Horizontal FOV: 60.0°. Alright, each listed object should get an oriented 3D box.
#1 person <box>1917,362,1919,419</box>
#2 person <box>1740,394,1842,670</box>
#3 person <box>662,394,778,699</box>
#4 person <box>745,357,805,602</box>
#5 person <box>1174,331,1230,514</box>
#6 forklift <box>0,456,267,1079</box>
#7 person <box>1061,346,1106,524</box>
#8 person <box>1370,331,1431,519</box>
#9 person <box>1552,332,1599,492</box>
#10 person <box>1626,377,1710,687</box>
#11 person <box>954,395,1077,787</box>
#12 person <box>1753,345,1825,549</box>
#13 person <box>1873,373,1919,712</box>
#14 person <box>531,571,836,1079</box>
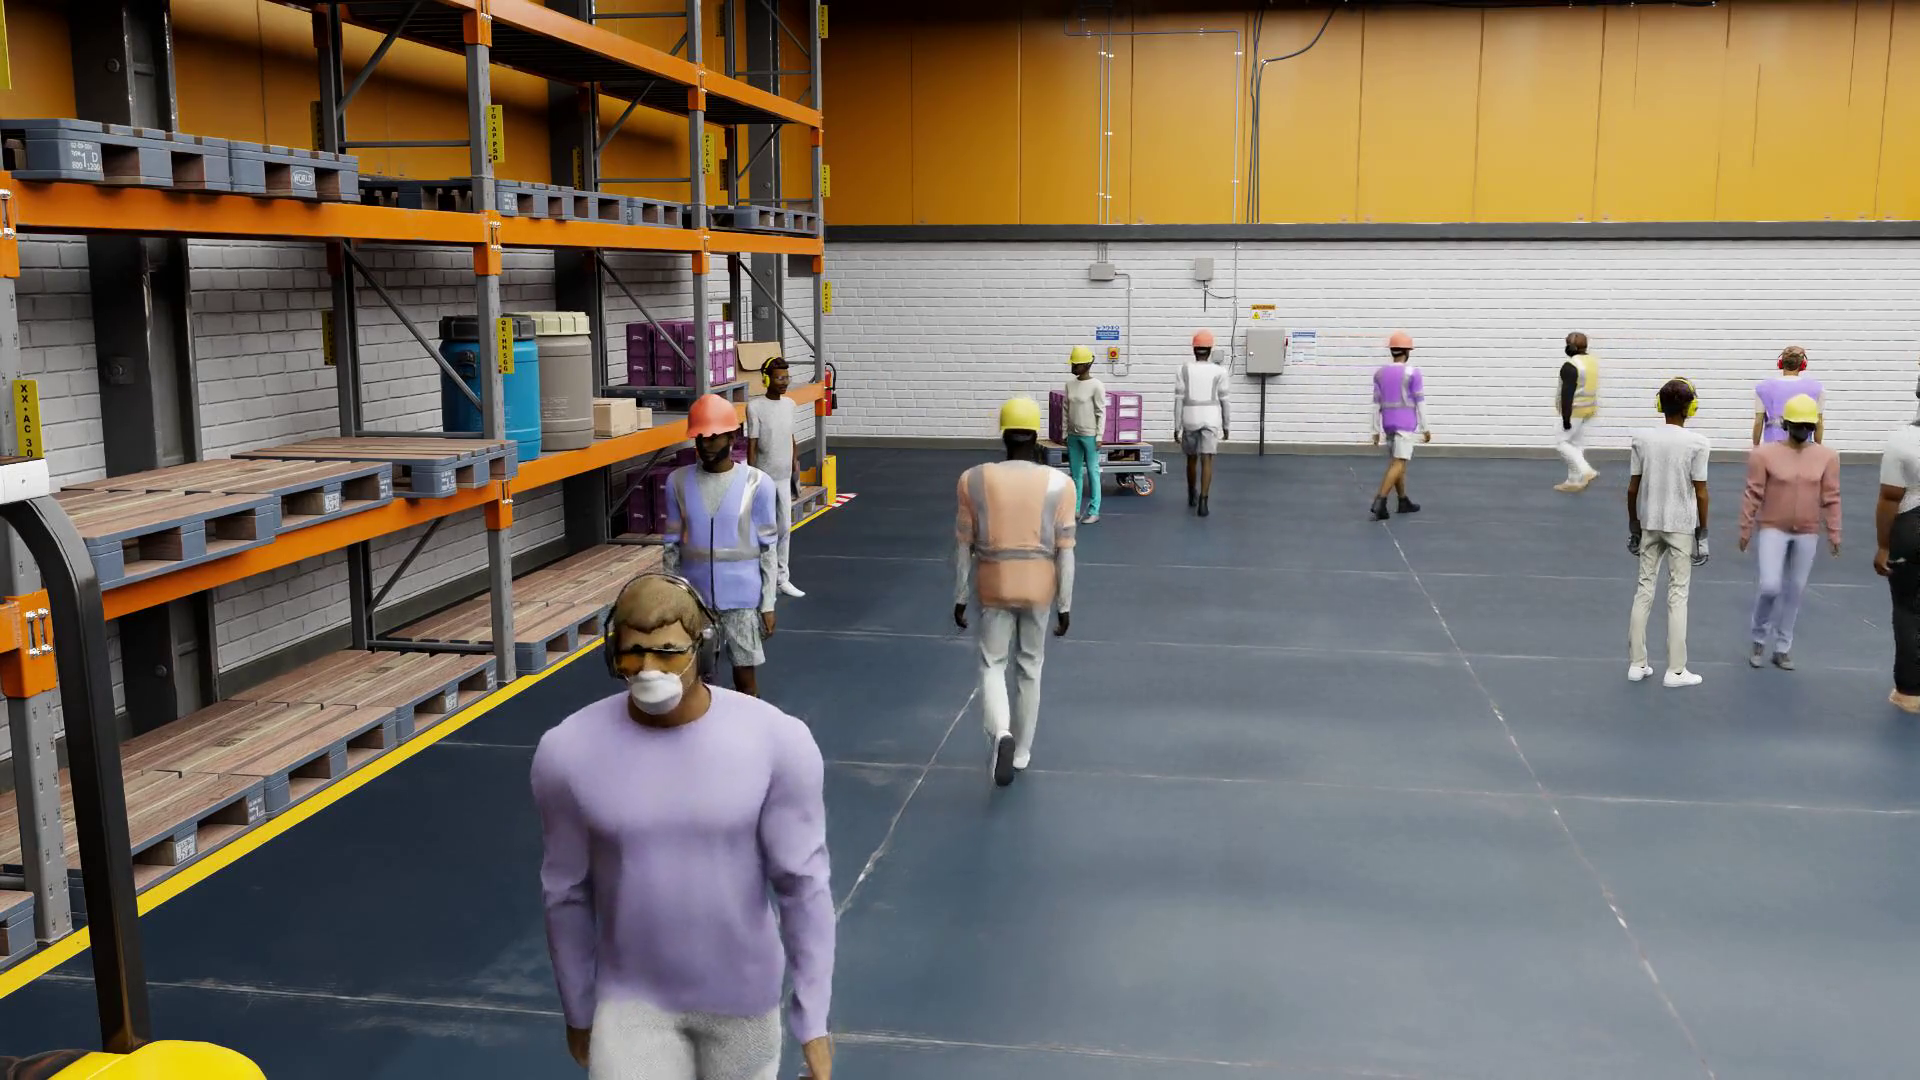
[{"bbox_3d":[8.616,-0.817,14.811,0.328,1.873,0.517,7,11,36],"label":"person"},{"bbox_3d":[5.187,-0.039,10.394,0.549,1.748,0.427,1,9,9],"label":"person"},{"bbox_3d":[-1.139,0.277,7.860,0.552,1.934,0.373,1,9,7],"label":"person"},{"bbox_3d":[-1.412,-0.460,12.657,0.320,1.861,0.515,8,12,40],"label":"person"},{"bbox_3d":[2.515,-1.226,17.309,0.568,1.888,1.008,2,9,9],"label":"person"},{"bbox_3d":[-2.328,0.975,2.765,2.313,2.155,1.214,1,9,9],"label":"forklift"},{"bbox_3d":[1.211,-1.037,16.503,0.329,1.763,0.523,-8,12,-42],"label":"person"},{"bbox_3d":[4.448,-1.171,16.917,0.931,1.904,0.556,-6,11,-35],"label":"person"},{"bbox_3d":[6.944,-1.419,18.685,0.632,1.830,0.521,-8,12,-40],"label":"person"},{"bbox_3d":[4.290,-0.048,10.070,0.328,1.873,0.515,-8,12,-41],"label":"person"},{"bbox_3d":[0.267,0.251,8.108,0.602,1.908,0.726,0,9,1],"label":"person"},{"bbox_3d":[7.312,-0.791,14.722,0.563,1.848,0.391,4,10,26],"label":"person"},{"bbox_3d":[5.490,-0.018,9.359,0.692,2.000,0.643,1,9,8],"label":"person"},{"bbox_3d":[-0.592,0.992,3.606,0.642,1.889,1.019,-1,9,-4],"label":"person"}]
